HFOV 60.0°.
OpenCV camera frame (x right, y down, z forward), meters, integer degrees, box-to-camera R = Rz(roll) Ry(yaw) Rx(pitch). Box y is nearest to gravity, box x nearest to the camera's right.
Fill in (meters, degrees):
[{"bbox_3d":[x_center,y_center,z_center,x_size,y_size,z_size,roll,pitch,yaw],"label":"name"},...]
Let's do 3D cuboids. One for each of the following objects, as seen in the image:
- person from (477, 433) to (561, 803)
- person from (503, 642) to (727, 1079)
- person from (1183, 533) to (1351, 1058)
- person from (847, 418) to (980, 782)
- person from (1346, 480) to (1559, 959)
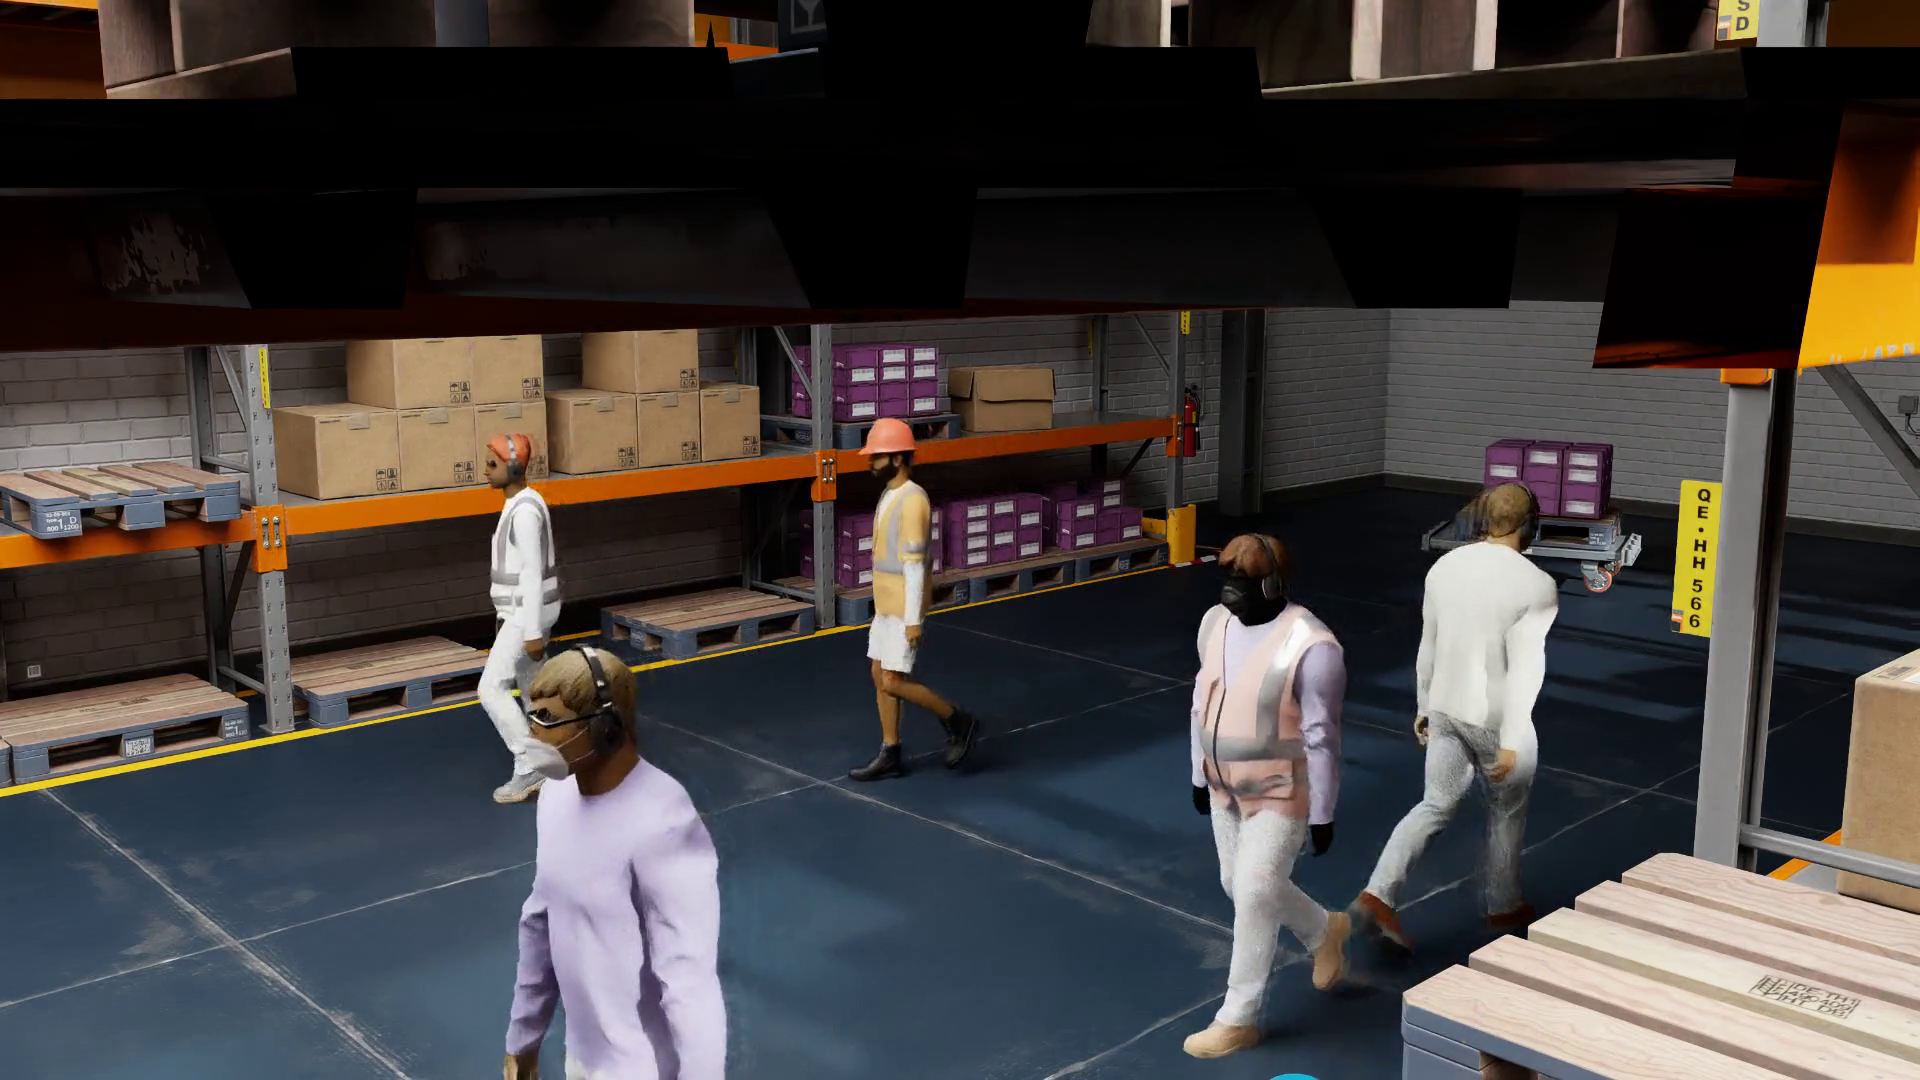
[{"bbox_3d":[-2.246,0.394,8.359,0.493,1.870,0.578,-2,10,-12],"label":"person"},{"bbox_3d":[-0.854,1.175,3.621,0.791,1.912,0.666,-6,12,-33],"label":"person"},{"bbox_3d":[1.116,0.851,5.818,0.774,1.818,0.638,-6,11,-31],"label":"person"},{"bbox_3d":[-0.262,0.320,8.622,0.601,1.917,0.556,-3,10,-19],"label":"person"},{"bbox_3d":[1.947,0.709,6.520,0.967,1.883,0.643,-7,12,-35],"label":"person"}]
